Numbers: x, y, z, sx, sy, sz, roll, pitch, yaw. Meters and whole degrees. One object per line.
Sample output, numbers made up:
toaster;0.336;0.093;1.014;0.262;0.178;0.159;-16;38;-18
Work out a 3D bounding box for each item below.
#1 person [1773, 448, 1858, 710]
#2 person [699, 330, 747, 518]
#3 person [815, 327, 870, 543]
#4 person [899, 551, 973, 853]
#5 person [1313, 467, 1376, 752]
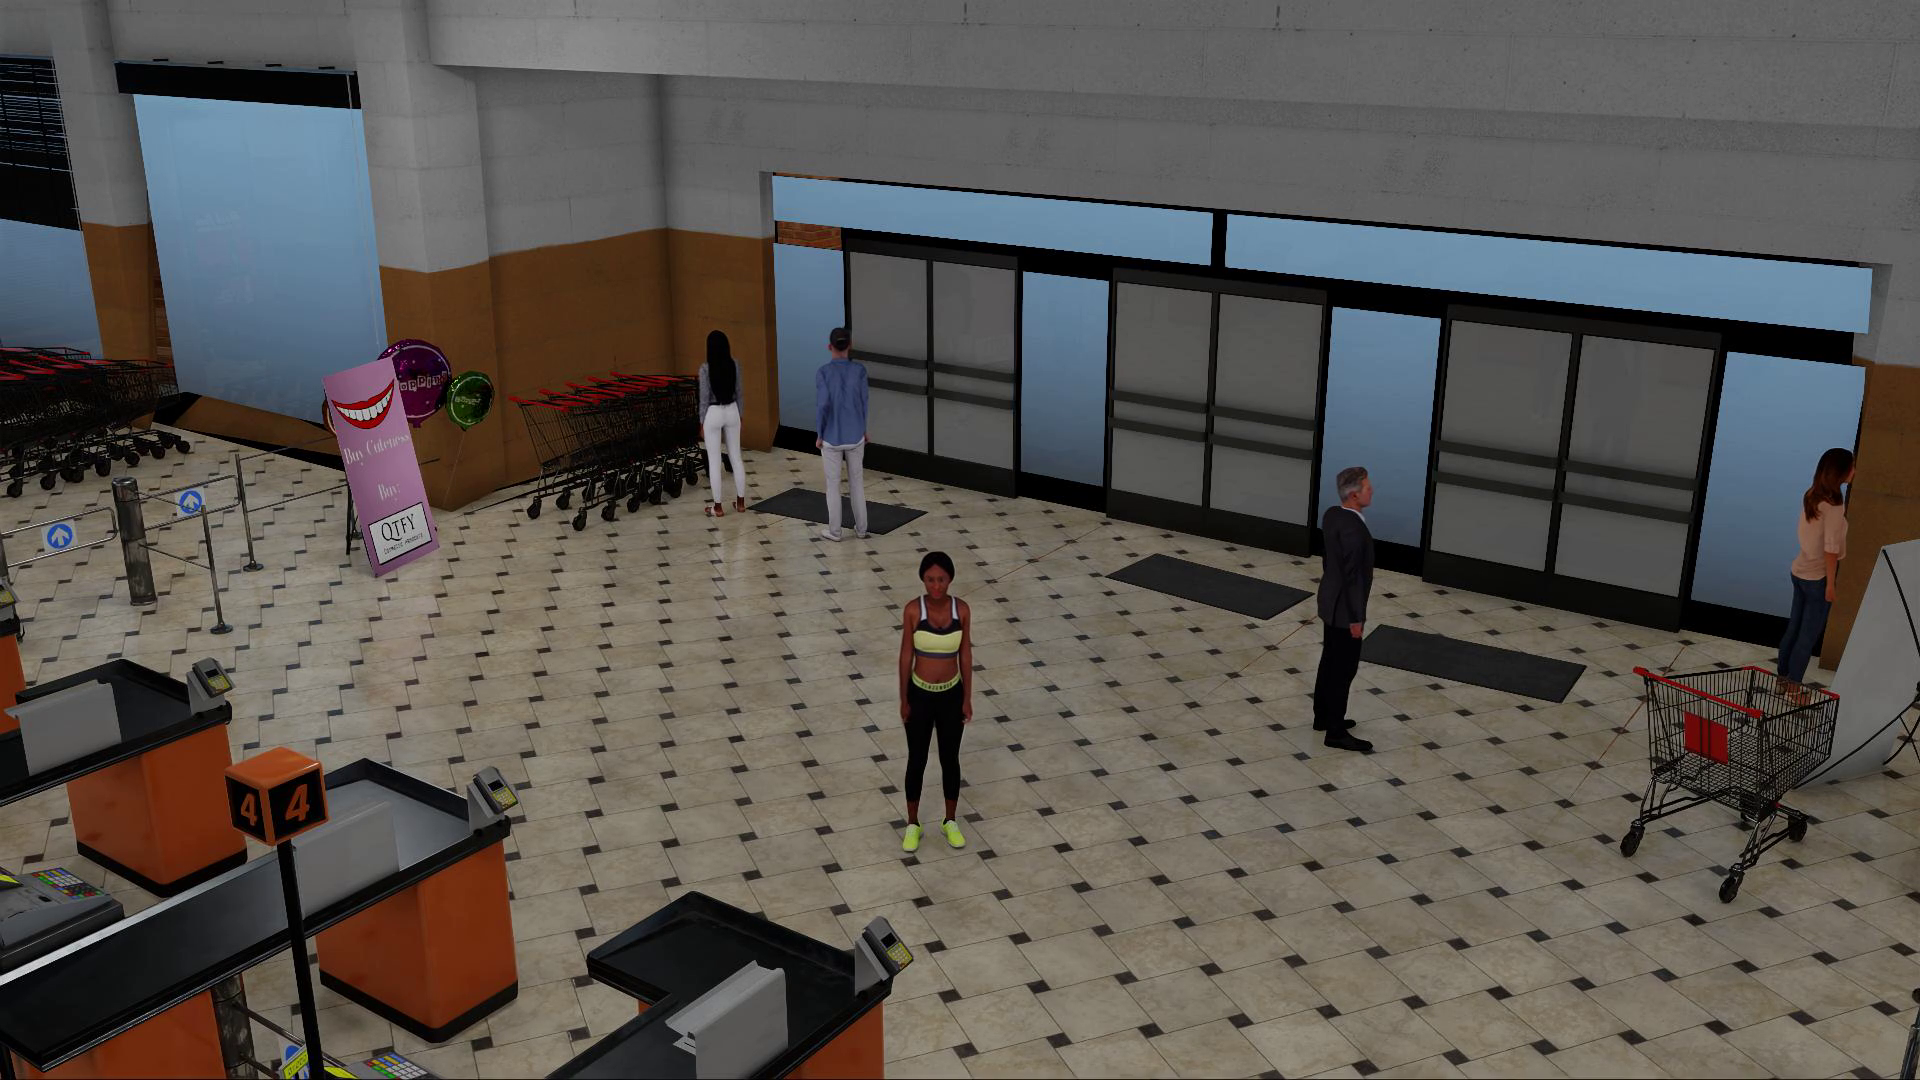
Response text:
person;5.735;0.243;11.171;0.733;1.792;0.619;2;19;5
person;-2.176;-1.075;15.187;0.588;1.724;0.724;-11;22;-30
person;-1.028;-0.918;14.464;0.676;1.887;0.798;-8;20;-23
person;-0.141;0.890;9.311;0.638;1.754;0.691;-2;19;-7
person;2.455;0.410;10.597;0.869;1.842;0.777;-1;19;-3
